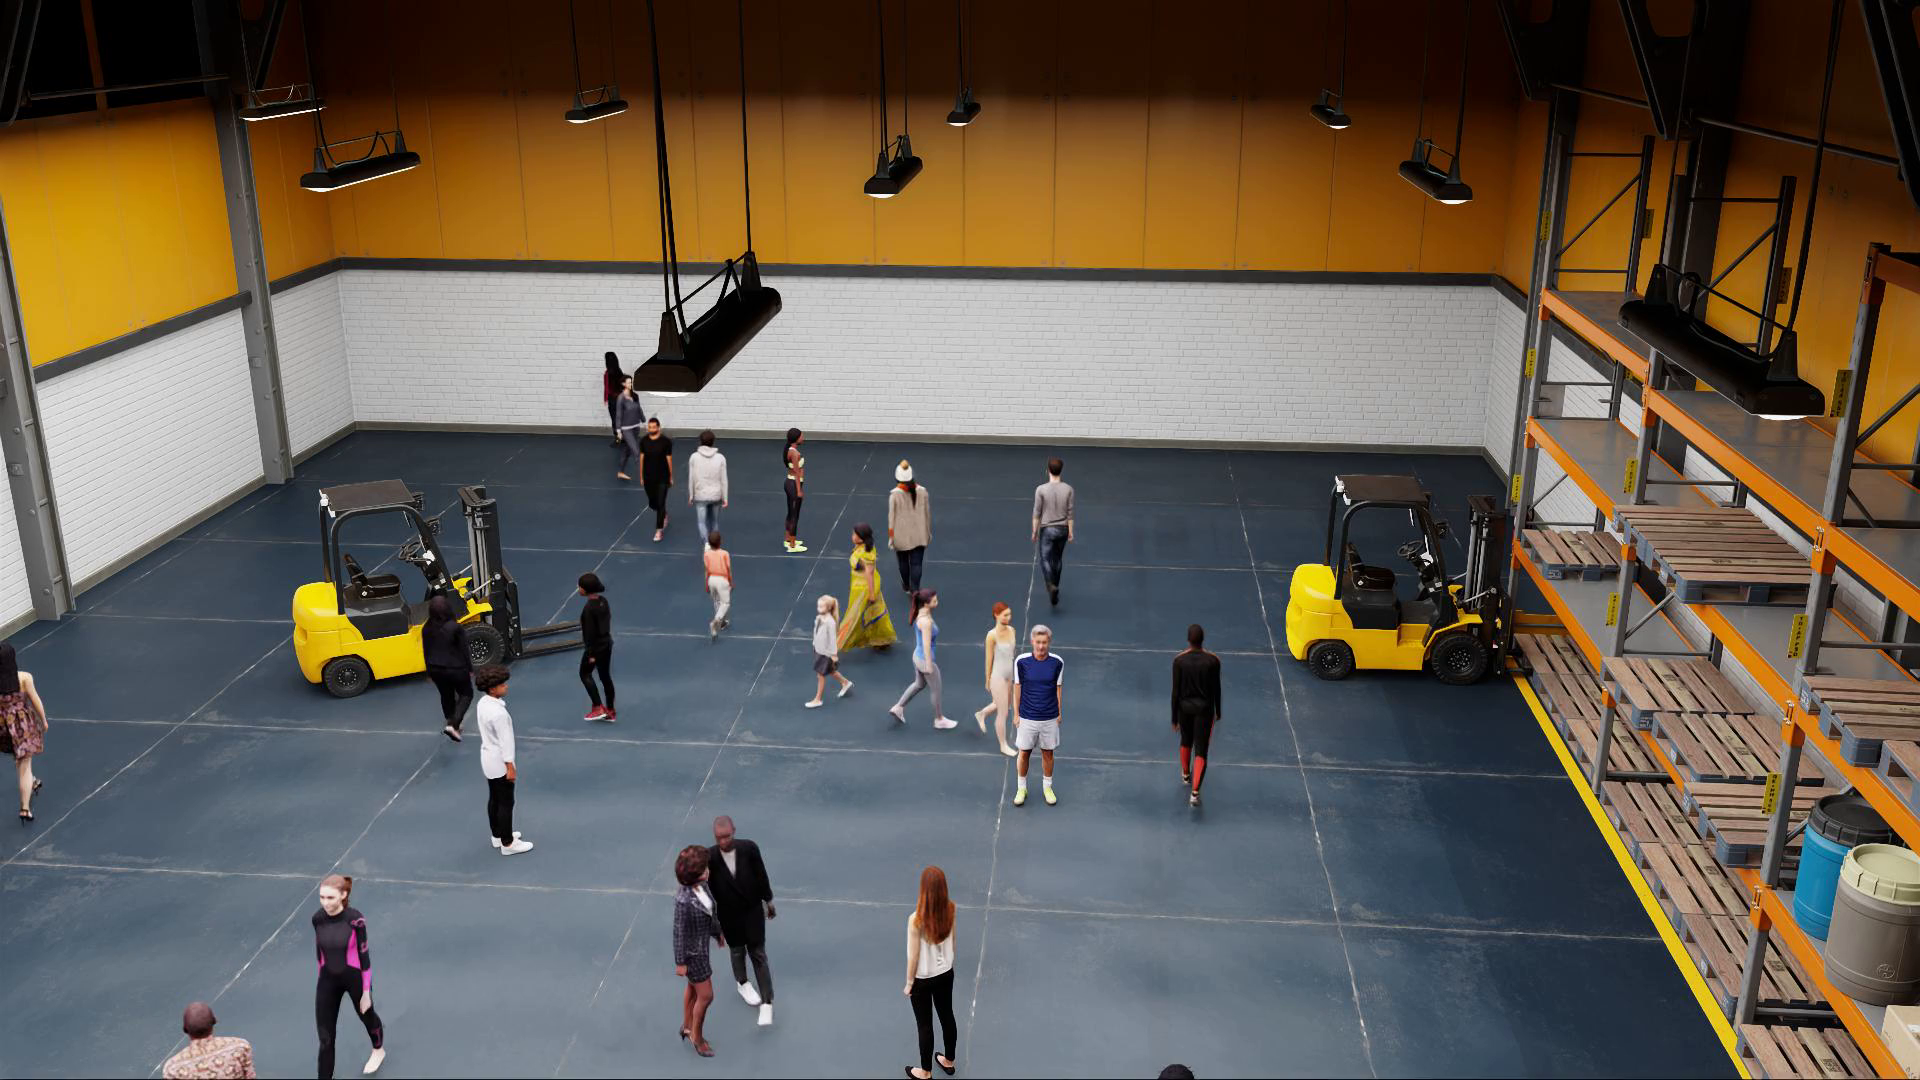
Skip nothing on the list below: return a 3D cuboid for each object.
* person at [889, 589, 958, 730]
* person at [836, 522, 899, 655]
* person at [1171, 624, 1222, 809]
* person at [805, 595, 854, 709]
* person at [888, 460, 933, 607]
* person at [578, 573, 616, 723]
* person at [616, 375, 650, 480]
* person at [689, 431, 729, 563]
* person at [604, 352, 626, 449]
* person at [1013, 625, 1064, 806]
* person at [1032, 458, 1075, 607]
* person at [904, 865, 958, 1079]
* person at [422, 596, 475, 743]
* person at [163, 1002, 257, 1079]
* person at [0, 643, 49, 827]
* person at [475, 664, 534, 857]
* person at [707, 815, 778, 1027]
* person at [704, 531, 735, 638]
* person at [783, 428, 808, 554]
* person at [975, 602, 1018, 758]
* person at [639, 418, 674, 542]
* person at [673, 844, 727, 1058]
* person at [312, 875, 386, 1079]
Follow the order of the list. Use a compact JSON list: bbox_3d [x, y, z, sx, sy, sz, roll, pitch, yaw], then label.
[{"bbox_3d":[-0.417,1.272,17.587,0.813,1.594,0.950,-4,19,-13],"label":"person"},{"bbox_3d":[-1.022,0.588,19.586,1.037,1.615,1.210,-3,19,-10],"label":"person"},{"bbox_3d":[2.274,1.707,16.017,0.755,1.773,1.217,5,19,14],"label":"person"},{"bbox_3d":[-1.427,1.203,18.321,0.874,1.258,0.867,-11,22,-30],"label":"person"},{"bbox_3d":[-0.635,-0.054,21.114,0.887,1.856,1.210,-2,19,-6],"label":"person"},{"bbox_3d":[-3.795,1.172,17.790,0.756,1.655,0.639,6,20,18],"label":"person"},{"bbox_3d":[-5.299,-1.745,26.352,0.940,1.718,1.126,8,20,23],"label":"person"},{"bbox_3d":[-3.429,-0.547,22.616,0.889,1.831,1.121,-4,19,-12],"label":"person"},{"bbox_3d":[-5.867,-2.405,28.415,0.709,1.652,0.575,10,21,27],"label":"person"},{"bbox_3d":[0.749,1.667,16.030,0.667,1.840,0.606,-1,19,-4],"label":"person"},{"bbox_3d":[1.202,-0.081,21.157,0.839,1.881,1.150,-2,19,-7],"label":"person"},{"bbox_3d":[-0.190,3.111,11.925,0.641,1.722,0.693,-14,23,-35],"label":"person"},{"bbox_3d":[-5.318,1.380,17.254,0.637,1.602,0.797,2,19,5],"label":"person"},{"bbox_3d":[-4.519,3.655,10.193,0.777,1.797,0.795,-10,21,-28],"label":"person"},{"bbox_3d":[-8.881,1.854,15.636,0.867,1.737,1.138,-5,19,-14],"label":"person"},{"bbox_3d":[-4.200,1.987,15.132,0.770,1.807,0.693,-13,22,-33],"label":"person"},{"bbox_3d":[-1.727,2.821,12.783,0.946,1.726,1.053,-8,20,-22],"label":"person"},{"bbox_3d":[-2.945,0.538,20.235,0.594,1.295,0.865,5,19,15],"label":"person"},{"bbox_3d":[-2.335,-0.709,23.226,0.690,1.750,0.571,-6,19,-16],"label":"person"},{"bbox_3d":[0.367,1.399,17.161,0.931,1.625,0.918,17,25,41],"label":"person"},{"bbox_3d":[-4.324,-0.905,23.833,0.646,1.735,1.053,2,19,6],"label":"person"},{"bbox_3d":[-2.032,3.020,12.253,0.710,1.686,0.512,3,19,9],"label":"person"},{"bbox_3d":[-4.340,3.134,11.884,0.595,1.705,1.099,2,19,5],"label":"person"}]
